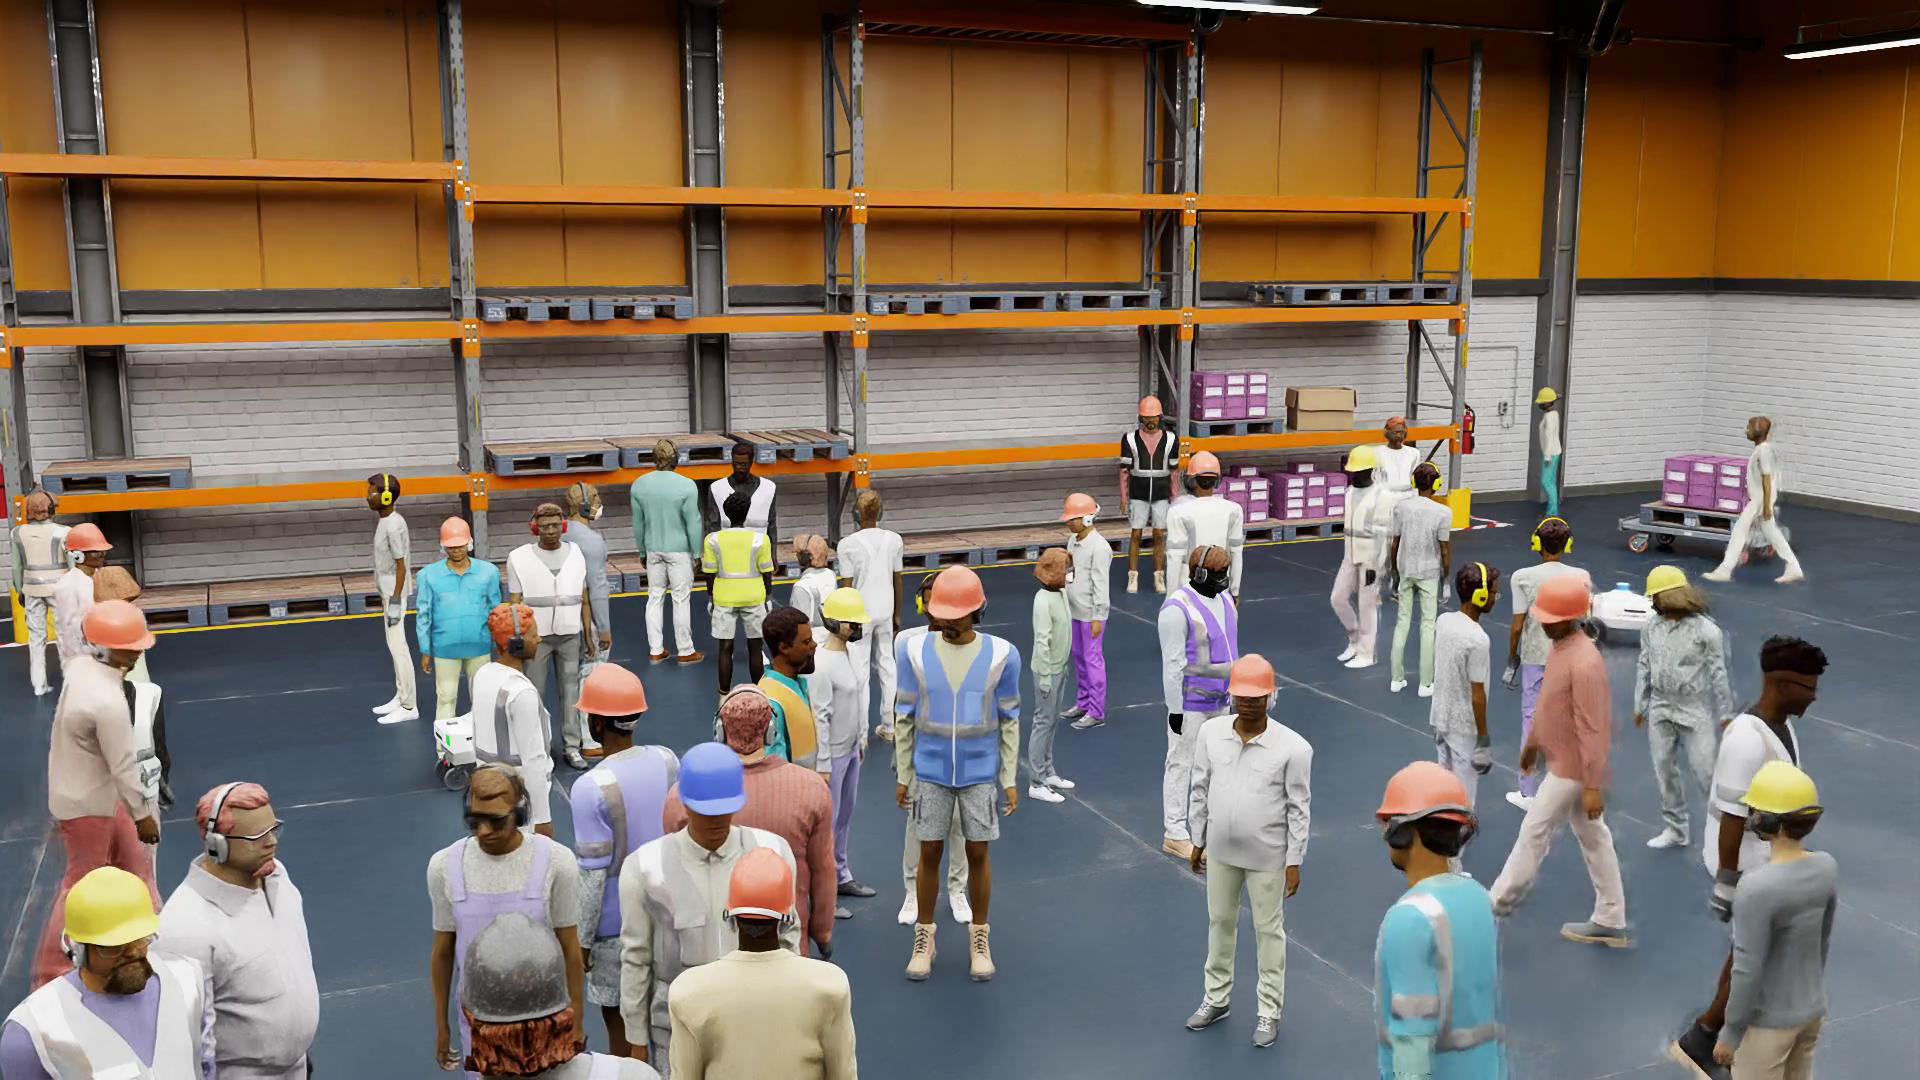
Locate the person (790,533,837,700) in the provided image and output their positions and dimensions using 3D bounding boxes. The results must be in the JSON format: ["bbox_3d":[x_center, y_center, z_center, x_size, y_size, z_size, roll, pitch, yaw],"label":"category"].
[{"bbox_3d":[-0.979,0.762,11.177,0.308,1.640,0.511,3,10,19],"label":"person"}]

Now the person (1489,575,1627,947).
[{"bbox_3d":[2.919,1.107,8.341,1.012,1.921,0.675,3,10,14],"label":"person"}]

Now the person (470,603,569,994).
[{"bbox_3d":[-2.079,1.223,7.818,0.343,1.882,0.586,-8,13,-39],"label":"person"}]

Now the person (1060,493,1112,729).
[{"bbox_3d":[0.907,0.514,12.322,0.355,1.740,0.570,-4,11,-21],"label":"person"}]

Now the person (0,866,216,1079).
[{"bbox_3d":[-2.324,1.794,4.670,0.403,1.835,0.588,6,12,32],"label":"person"}]

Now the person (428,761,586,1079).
[{"bbox_3d":[-1.526,1.625,5.648,0.511,1.838,0.351,0,10,-2],"label":"person"}]

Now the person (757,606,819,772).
[{"bbox_3d":[-0.804,1.245,7.585,0.391,1.922,0.587,0,10,-1],"label":"person"}]

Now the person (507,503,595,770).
[{"bbox_3d":[-2.745,0.654,11.206,0.564,1.846,0.392,-5,11,-28],"label":"person"}]

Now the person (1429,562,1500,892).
[{"bbox_3d":[2.724,1.033,9.007,0.341,1.857,0.521,-2,10,-10],"label":"person"}]

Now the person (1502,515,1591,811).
[{"bbox_3d":[3.666,0.776,10.433,0.514,1.872,0.332,0,10,0],"label":"person"}]

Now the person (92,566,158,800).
[{"bbox_3d":[-5.058,0.960,10.080,0.283,1.626,0.493,-3,10,-17],"label":"person"}]

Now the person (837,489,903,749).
[{"bbox_3d":[-0.642,0.556,11.770,0.514,1.845,0.339,-6,12,-31],"label":"person"}]

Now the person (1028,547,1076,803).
[{"bbox_3d":[0.595,0.850,10.690,0.264,1.632,0.507,3,10,17],"label":"person"}]

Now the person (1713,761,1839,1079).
[{"bbox_3d":[2.815,1.634,5.792,0.535,1.766,0.327,-6,12,-32],"label":"person"}]

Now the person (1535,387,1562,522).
[{"bbox_3d":[7.648,-1.111,21.651,0.347,1.756,0.568,5,11,25],"label":"person"}]

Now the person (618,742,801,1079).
[{"bbox_3d":[-0.816,1.597,5.510,0.607,1.940,0.416,-3,10,-19],"label":"person"}]

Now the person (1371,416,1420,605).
[{"bbox_3d":[4.290,-0.288,16.524,0.584,1.882,0.345,-2,10,-11],"label":"person"}]

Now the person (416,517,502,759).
[{"bbox_3d":[-3.342,0.707,11.167,0.575,1.749,0.335,-4,11,-23],"label":"person"}]

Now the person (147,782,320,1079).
[{"bbox_3d":[-2.192,1.671,5.173,0.403,1.906,0.652,1,10,4],"label":"person"}]

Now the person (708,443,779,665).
[{"bbox_3d":[-1.834,0.121,14.071,0.595,1.915,0.371,-3,10,-19],"label":"person"}]

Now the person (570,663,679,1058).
[{"bbox_3d":[-1.317,1.430,6.469,0.360,1.939,0.543,6,11,29],"label":"person"}]

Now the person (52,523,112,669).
[{"bbox_3d":[-5.659,0.756,10.877,0.328,1.753,0.560,-1,10,-4],"label":"person"}]

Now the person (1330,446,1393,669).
[{"bbox_3d":[3.363,0.151,13.962,0.419,1.899,0.582,-5,11,-27],"label":"person"}]

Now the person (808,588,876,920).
[{"bbox_3d":[-0.622,1.114,8.809,0.334,1.760,0.526,3,10,18],"label":"person"}]

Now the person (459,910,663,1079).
[{"bbox_3d":[-1.011,1.831,3.863,0.688,2.000,0.539,-7,12,-36],"label":"person"}]

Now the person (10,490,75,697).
[{"bbox_3d":[-7.174,0.428,13.104,0.522,1.638,0.310,0,10,-3],"label":"person"}]

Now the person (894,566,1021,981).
[{"bbox_3d":[-0.016,1.119,7.983,0.605,2.035,0.392,1,10,3],"label":"person"}]

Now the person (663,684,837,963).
[{"bbox_3d":[-0.789,1.478,6.282,0.651,1.907,0.409,-2,10,-14],"label":"person"}]

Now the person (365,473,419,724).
[{"bbox_3d":[-4.259,0.428,12.423,0.315,1.875,0.532,-4,11,-23],"label":"person"}]

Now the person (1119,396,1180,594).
[{"bbox_3d":[1.938,-0.454,17.022,0.615,2.043,0.373,0,10,0],"label":"person"}]

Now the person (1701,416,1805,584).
[{"bbox_3d":[8.471,-0.416,17.546,0.991,1.797,0.508,5,11,25],"label":"person"}]

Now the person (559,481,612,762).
[{"bbox_3d":[-2.593,0.557,11.494,0.359,1.938,0.635,-8,13,-40],"label":"person"}]

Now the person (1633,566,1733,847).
[{"bbox_3d":[4.211,0.994,9.657,0.439,1.700,0.589,-8,12,-38],"label":"person"}]

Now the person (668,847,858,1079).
[{"bbox_3d":[-0.585,1.775,5.009,0.562,1.752,0.327,-1,10,-6],"label":"person"}]

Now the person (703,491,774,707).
[{"bbox_3d":[-1.681,0.471,12.692,0.540,1.696,0.316,0,10,-2],"label":"person"}]

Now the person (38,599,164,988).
[{"bbox_3d":[-3.956,1.207,7.791,0.849,1.926,0.676,-6,11,-31],"label":"person"}]

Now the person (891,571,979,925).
[{"bbox_3d":[-0.109,1.081,8.678,0.511,1.872,0.329,0,10,-2],"label":"person"}]

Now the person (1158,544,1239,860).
[{"bbox_3d":[1.407,0.929,9.676,0.429,1.837,0.623,9,13,43],"label":"person"}]

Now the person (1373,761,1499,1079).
[{"bbox_3d":[1.365,1.669,5.001,0.672,1.968,0.896,-9,13,-41],"label":"person"}]

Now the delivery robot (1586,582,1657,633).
[{"bbox_3d":[5.893,0.623,14.833,0.707,0.478,0.477,4,11,22],"label":"delivery robot"}]

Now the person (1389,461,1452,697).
[{"bbox_3d":[3.647,0.307,13.180,0.510,1.861,0.328,8,12,37],"label":"person"}]

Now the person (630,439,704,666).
[{"bbox_3d":[-2.465,0.108,14.088,0.631,1.940,0.372,3,10,17],"label":"person"}]

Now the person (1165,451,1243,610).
[{"bbox_3d":[1.788,0.356,12.355,0.615,2.041,0.392,-3,10,-17],"label":"person"}]

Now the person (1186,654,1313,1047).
[{"bbox_3d":[1.269,1.360,7.394,0.563,1.755,0.321,6,12,32],"label":"person"}]

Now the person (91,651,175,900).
[{"bbox_3d":[-4.153,1.274,8.238,0.307,1.637,0.512,6,12,32],"label":"person"}]

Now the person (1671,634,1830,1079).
[{"bbox_3d":[3.325,1.353,6.935,0.409,1.932,0.640,8,12,37],"label":"person"}]
